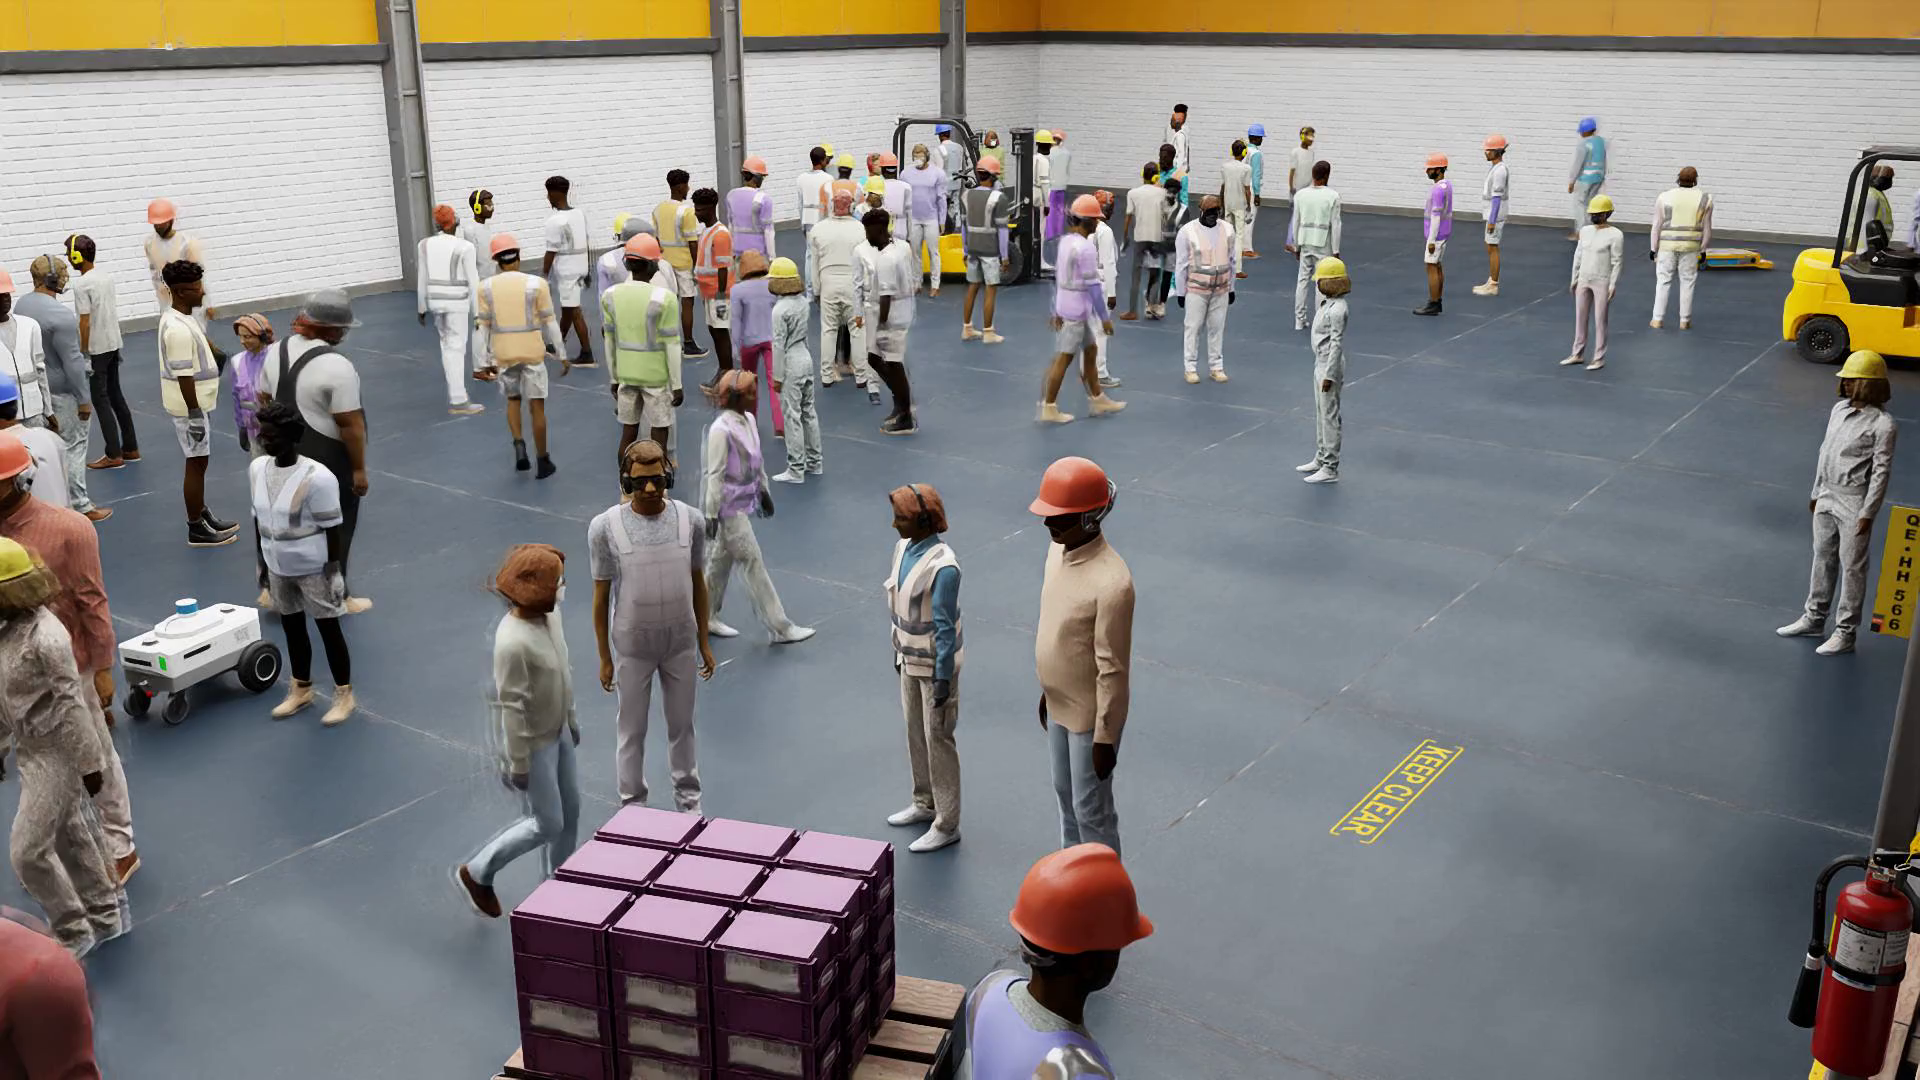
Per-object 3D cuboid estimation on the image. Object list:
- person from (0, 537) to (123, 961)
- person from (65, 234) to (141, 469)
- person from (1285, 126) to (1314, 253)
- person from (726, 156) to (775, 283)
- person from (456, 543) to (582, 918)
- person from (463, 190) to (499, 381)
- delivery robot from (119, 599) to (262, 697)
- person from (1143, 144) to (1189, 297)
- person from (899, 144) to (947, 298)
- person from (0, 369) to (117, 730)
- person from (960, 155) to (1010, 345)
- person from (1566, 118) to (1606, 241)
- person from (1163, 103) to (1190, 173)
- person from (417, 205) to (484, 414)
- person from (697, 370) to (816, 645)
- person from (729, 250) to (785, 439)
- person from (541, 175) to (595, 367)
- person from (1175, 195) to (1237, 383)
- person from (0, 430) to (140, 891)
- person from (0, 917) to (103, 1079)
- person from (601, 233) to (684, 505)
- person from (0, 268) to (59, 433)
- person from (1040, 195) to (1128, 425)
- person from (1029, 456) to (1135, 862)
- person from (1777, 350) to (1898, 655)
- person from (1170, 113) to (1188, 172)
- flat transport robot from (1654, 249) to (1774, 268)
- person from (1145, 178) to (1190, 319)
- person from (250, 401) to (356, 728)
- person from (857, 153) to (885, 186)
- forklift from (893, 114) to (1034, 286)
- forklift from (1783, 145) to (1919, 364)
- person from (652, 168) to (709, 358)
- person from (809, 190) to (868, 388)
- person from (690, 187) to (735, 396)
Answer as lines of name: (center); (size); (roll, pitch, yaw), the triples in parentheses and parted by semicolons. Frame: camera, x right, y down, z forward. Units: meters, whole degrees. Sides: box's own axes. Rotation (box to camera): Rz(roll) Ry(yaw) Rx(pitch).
person: (-3.476, 0.821, 6.194); (0.505, 1.725, 0.565); (14, 22, 37)
person: (-6.846, -1.494, 13.234); (0.330, 1.856, 0.531); (1, 18, 2)
person: (5.153, -5.270, 25.027); (0.536, 1.867, 0.337); (-16, 23, -40)
person: (-2.247, -3.152, 18.139); (0.619, 2.029, 0.410); (11, 21, 32)
person: (-1.694, 0.776, 6.528); (0.511, 1.615, 0.507); (2, 18, 8)
person: (-4.684, -2.509, 16.406); (0.325, 1.860, 0.513); (2, 18, 7)
delivery robot: (-4.055, 0.552, 8.781); (0.477, 0.478, 0.707); (7, 19, 21)
person: (2.642, -4.067, 21.175); (0.376, 1.917, 0.600); (-14, 23, -38)
person: (-0.473, -4.050, 21.117); (0.636, 1.929, 0.380); (5, 18, 16)
person: (-4.536, 0.109, 8.106); (0.430, 1.933, 0.615); (2, 18, 7)
person: (0.284, -3.158, 18.154); (0.614, 2.034, 0.412); (15, 23, 40)
person: (9.882, -5.652, 26.167); (0.710, 1.906, 0.398); (-10, 20, -28)
person: (3.811, -6.658, 29.207); (0.367, 1.961, 0.609); (-12, 21, -32)
person: (-4.618, -2.107, 15.154); (0.662, 1.851, 0.629); (6, 19, 19)
person: (-1.185, -0.177, 9.505); (0.822, 1.594, 0.541); (3, 18, 10)
person: (-1.733, -1.679, 14.236); (0.526, 1.580, 0.843); (-8, 19, -23)
person: (-4.125, -2.737, 16.982); (0.848, 1.930, 0.620); (6, 19, 17)
person: (2.406, -2.449, 16.263); (0.637, 1.833, 0.429); (-6, 19, -17)
person: (-3.753, 0.504, 6.787); (0.627, 1.980, 0.408); (2, 18, 5)
person: (-2.259, 1.492, 3.792); (0.635, 1.926, 0.460); (1, 18, 5)
person: (-2.262, -1.182, 11.988); (0.618, 2.030, 0.446); (8, 19, 22)
person: (-6.319, -0.862, 11.114); (0.354, 1.942, 0.545); (11, 21, 32)
person: (1.136, -2.005, 14.593); (0.983, 1.997, 0.626); (-4, 18, -11)
person: (0.443, 0.638, 6.354); (0.407, 1.986, 0.612); (-6, 19, -18)
person: (4.991, -0.213, 9.402); (0.299, 1.745, 0.483); (-4, 18, -11)
person: (3.653, -6.223, 27.978); (0.339, 1.879, 0.584); (2, 18, 5)
flat transport robot: (10.711, -4.005, 23.643); (1.431, 0.197, 0.652); (-1, 18, -4)
person: (2.422, -3.418, 19.558); (0.524, 1.654, 0.625); (3, 18, 9)
person: (-3.347, 0.123, 8.428); (0.534, 1.696, 0.321); (7, 19, 21)
person: (-1.071, -3.863, 20.659); (0.389, 1.844, 0.567); (13, 22, 35)
forklift: (-0.171, -4.594, 22.377); (2.313, 2.155, 1.214); (1, 18, 3)
forklift: (9.803, -2.879, 17.013); (2.313, 2.155, 1.214); (12, 21, 33)
person: (-2.937, -2.898, 17.442); (0.613, 1.962, 0.362); (14, 22, 36)
person: (-1.114, -2.415, 16.054); (0.635, 1.898, 0.397); (2, 18, 7)
person: (-2.329, -2.352, 15.763); (0.388, 1.953, 0.609); (-7, 19, -21)
